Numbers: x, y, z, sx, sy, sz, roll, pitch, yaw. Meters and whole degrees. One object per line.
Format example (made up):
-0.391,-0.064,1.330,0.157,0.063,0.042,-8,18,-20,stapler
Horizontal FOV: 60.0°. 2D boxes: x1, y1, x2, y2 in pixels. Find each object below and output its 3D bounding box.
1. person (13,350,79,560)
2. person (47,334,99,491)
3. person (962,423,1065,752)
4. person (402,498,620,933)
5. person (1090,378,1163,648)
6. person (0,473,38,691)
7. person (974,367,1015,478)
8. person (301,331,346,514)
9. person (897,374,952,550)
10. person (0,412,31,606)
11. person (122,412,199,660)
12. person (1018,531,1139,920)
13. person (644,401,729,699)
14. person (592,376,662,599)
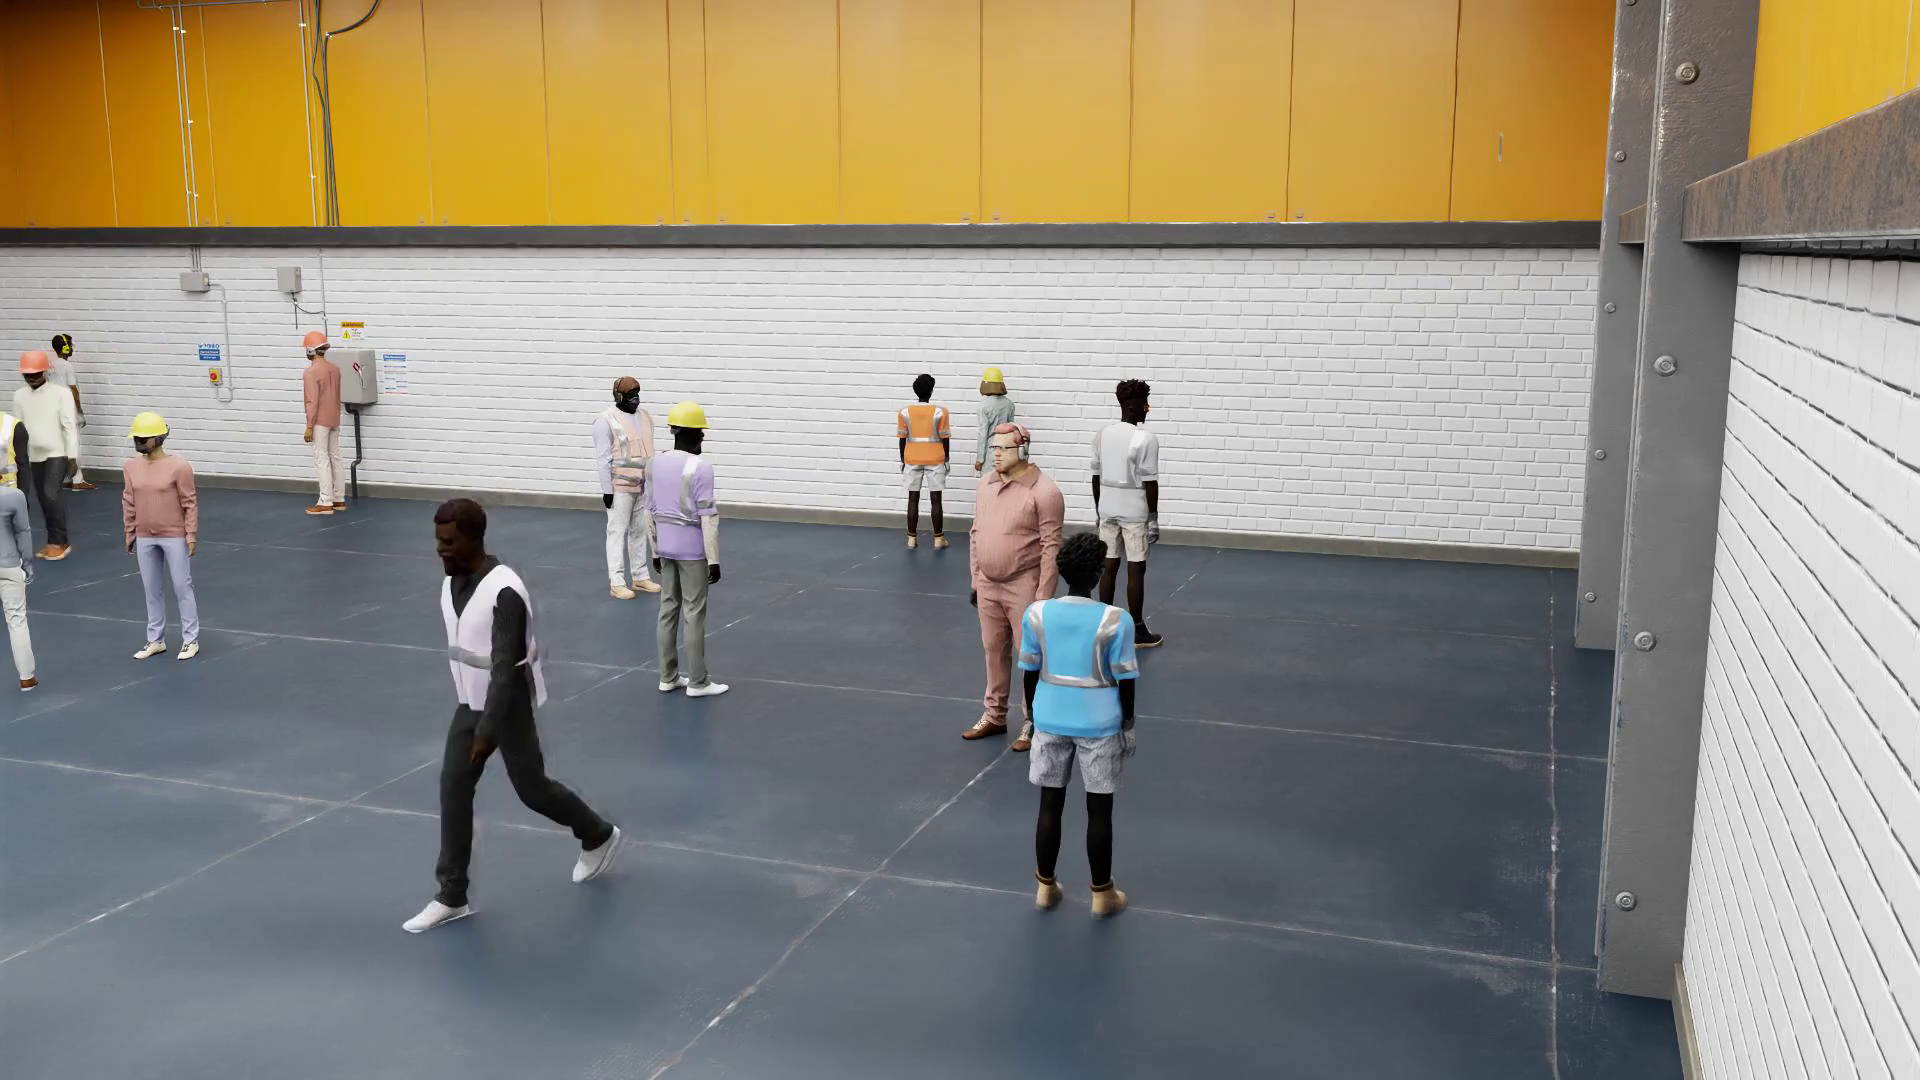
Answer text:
-8.478,-0.776,15.406,0.653,1.959,0.653,2,10,11,person
-10.649,-1.515,19.863,0.521,1.862,0.327,5,11,25,person
0.291,0.267,9.695,0.641,1.908,0.407,9,13,41,person
-1.984,0.714,7.307,0.579,1.869,0.979,8,13,39,person
1.218,-0.196,12.140,0.373,1.963,0.607,-9,14,-42,person
-6.309,0.202,10.830,0.498,1.632,0.285,-7,12,-33,person
0.327,-0.826,16.311,0.493,1.742,0.322,-10,14,-43,person
-6.963,-1.279,18.149,0.382,1.993,0.622,2,10,9,person
-0.339,-0.747,15.995,0.532,1.697,0.319,2,10,10,person
-7.816,-0.355,13.374,0.627,1.847,0.429,-3,11,-17,person
-5.640,-0.023,11.725,0.533,1.765,0.319,1,10,6,person
0.520,0.807,7.244,0.540,1.695,0.317,5,11,25,person
-1.778,0.061,10.803,0.592,1.923,0.381,7,12,36,person
-2.750,-0.444,13.880,0.429,1.844,0.625,7,12,33,person
